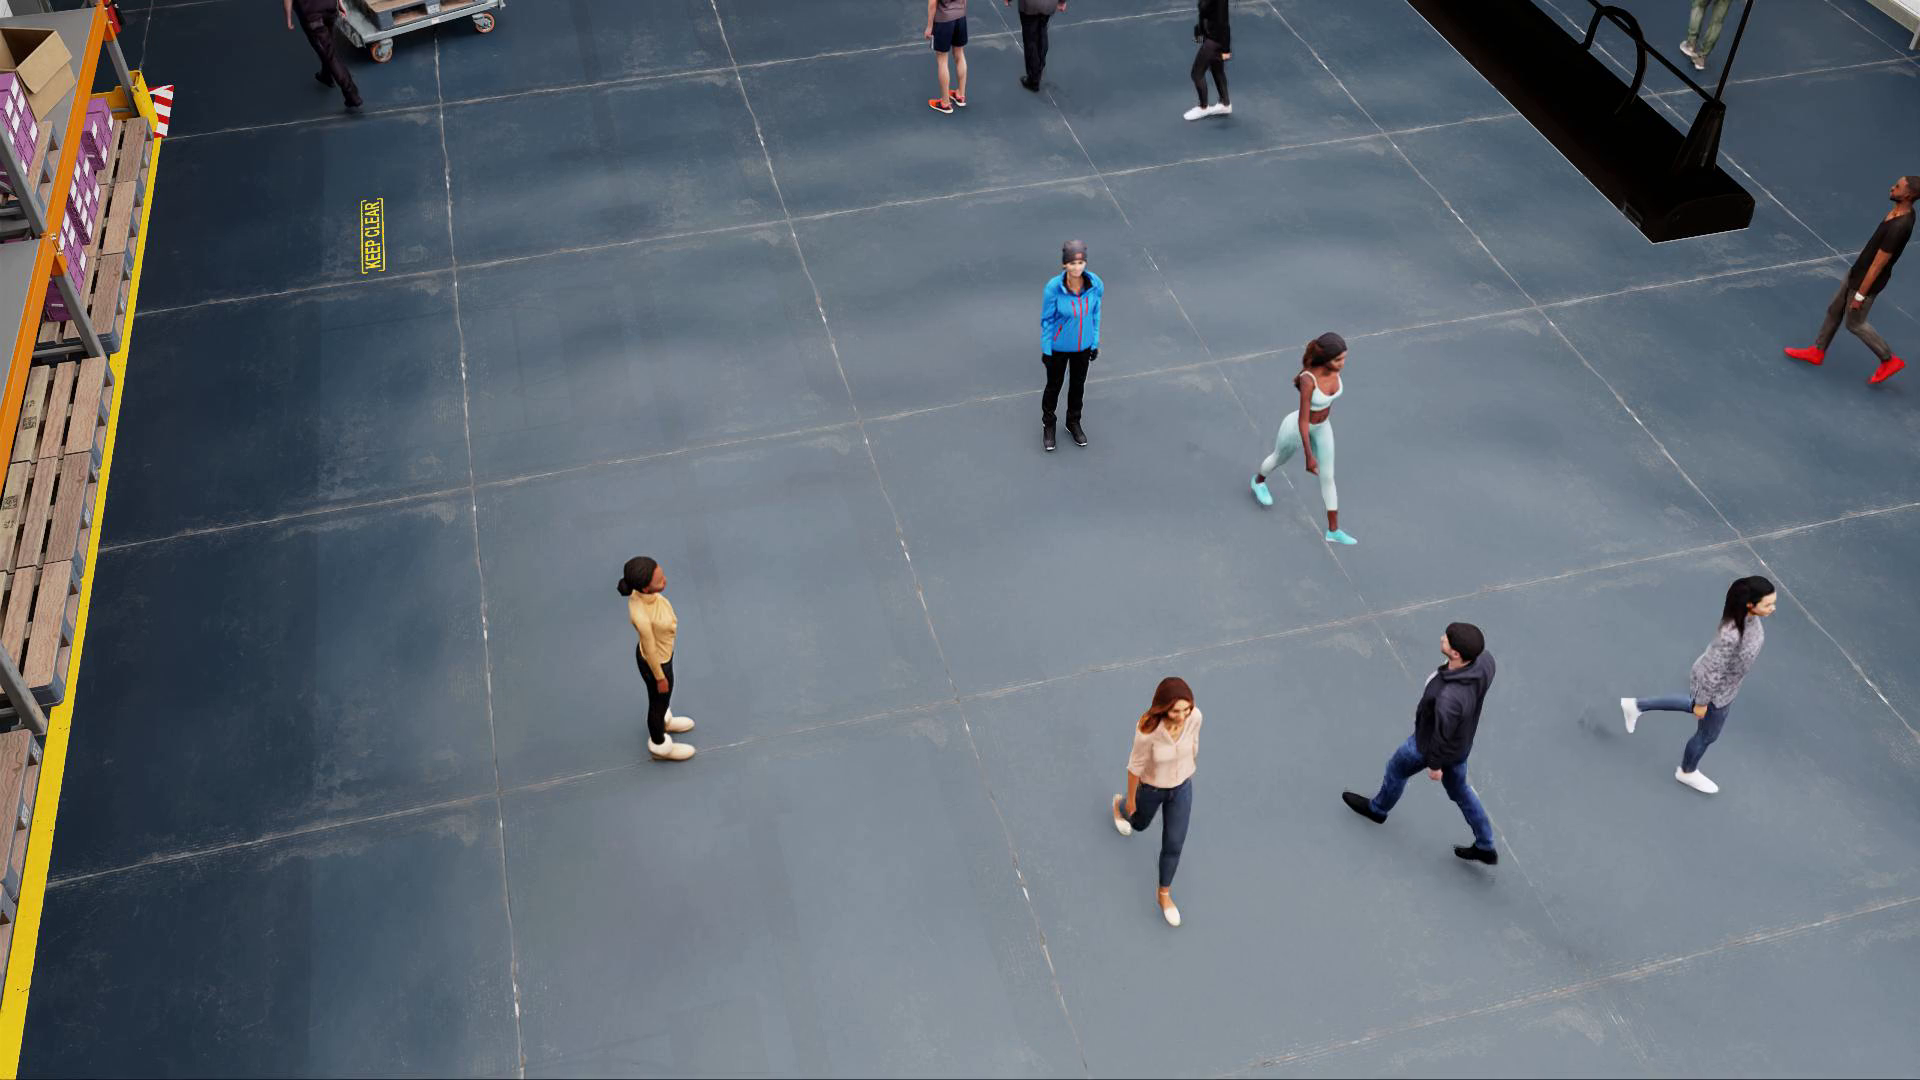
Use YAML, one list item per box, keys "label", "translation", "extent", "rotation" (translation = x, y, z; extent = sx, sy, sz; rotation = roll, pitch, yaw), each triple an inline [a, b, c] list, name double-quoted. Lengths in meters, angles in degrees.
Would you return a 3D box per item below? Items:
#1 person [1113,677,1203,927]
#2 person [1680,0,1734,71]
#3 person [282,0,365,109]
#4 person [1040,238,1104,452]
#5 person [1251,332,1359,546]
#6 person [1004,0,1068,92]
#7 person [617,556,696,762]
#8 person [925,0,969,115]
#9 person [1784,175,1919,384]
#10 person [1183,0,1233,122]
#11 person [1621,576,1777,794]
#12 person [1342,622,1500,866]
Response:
- label: "person"
  translation: [1.106, 1.347, 9.480]
  extent: [0.632, 1.758, 1.116]
  rotation: [-13, 45, -13]
- label: "person"
  translation: [7.712, -5.545, 16.802]
  extent: [0.705, 1.637, 0.837]
  rotation: [2, 44, 2]
- label: "person"
  translation: [-6.208, -5.082, 16.193]
  extent: [1.316, 1.807, 1.161]
  rotation: [30, 51, 28]
- label: "person"
  translation: [0.812, -1.456, 12.394]
  extent: [0.616, 1.797, 0.517]
  rotation: [-9, 44, -9]
- label: "person"
  translation: [2.381, -0.782, 11.783]
  extent: [0.835, 1.663, 1.268]
  rotation: [-24, 49, -23]
- label: "person"
  translation: [0.799, -5.293, 16.407]
  extent: [0.812, 1.818, 0.793]
  rotation: [-17, 46, -17]
- label: "person"
  translation: [-1.877, 0.718, 10.212]
  extent: [0.667, 1.659, 0.512]
  rotation: [-5, 44, -5]
- label: "person"
  translation: [-0.109, -5.043, 16.118]
  extent: [0.728, 1.853, 0.697]
  rotation: [-28, 50, -26]
- label: "person"
  translation: [7.184, -2.000, 12.976]
  extent: [1.153, 1.781, 1.107]
  rotation: [21, 47, 21]
- label: "person"
  translation: [2.507, -4.809, 16.017]
  extent: [0.758, 1.653, 0.719]
  rotation: [-4, 44, -4]
- label: "person"
  translation: [4.486, 0.821, 10.064]
  extent: [1.067, 1.714, 0.961]
  rotation: [28, 50, 26]
- label: "person"
  translation: [2.863, 1.196, 9.570]
  extent: [1.085, 1.852, 1.316]
  rotation: [-35, 53, -31]
